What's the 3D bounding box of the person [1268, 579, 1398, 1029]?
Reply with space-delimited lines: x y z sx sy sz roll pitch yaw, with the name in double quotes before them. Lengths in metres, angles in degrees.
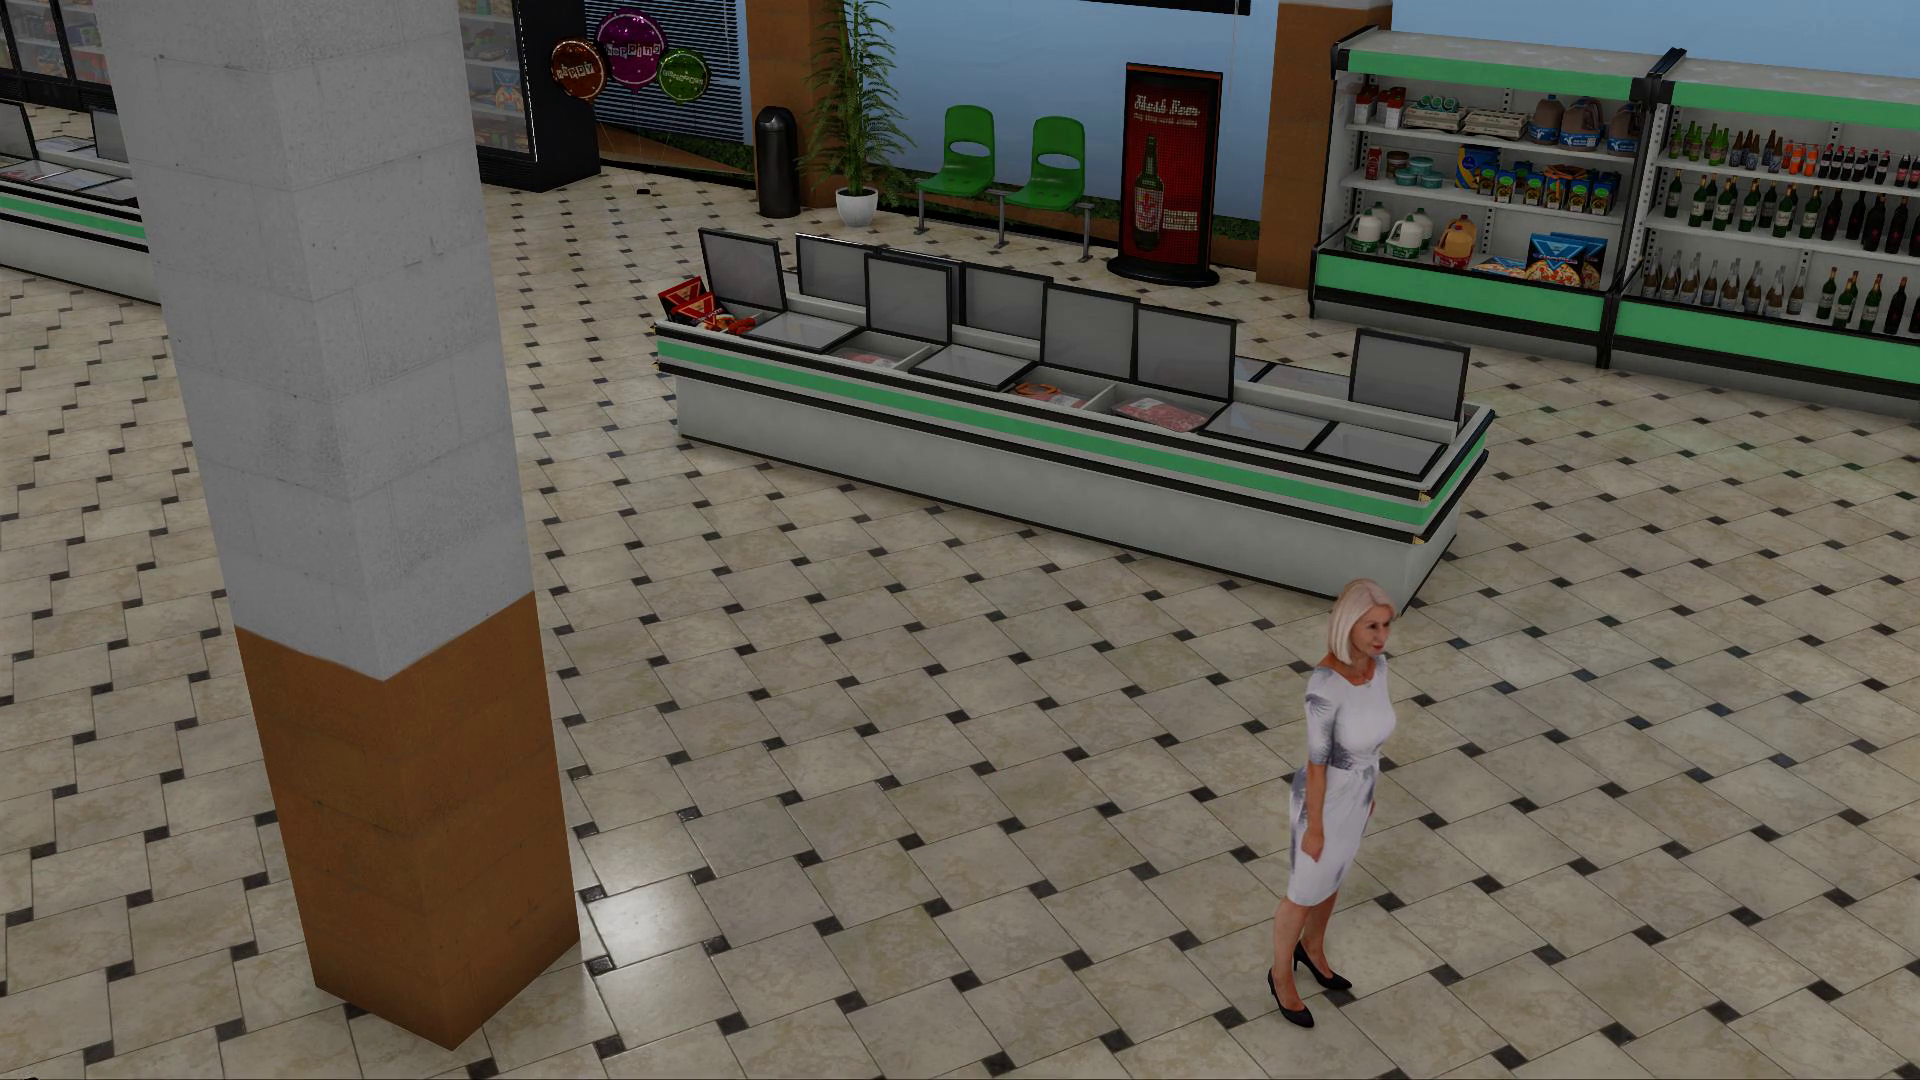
"person" 1.304 0.912 5.830 0.568 1.749 0.606 22 34 37
